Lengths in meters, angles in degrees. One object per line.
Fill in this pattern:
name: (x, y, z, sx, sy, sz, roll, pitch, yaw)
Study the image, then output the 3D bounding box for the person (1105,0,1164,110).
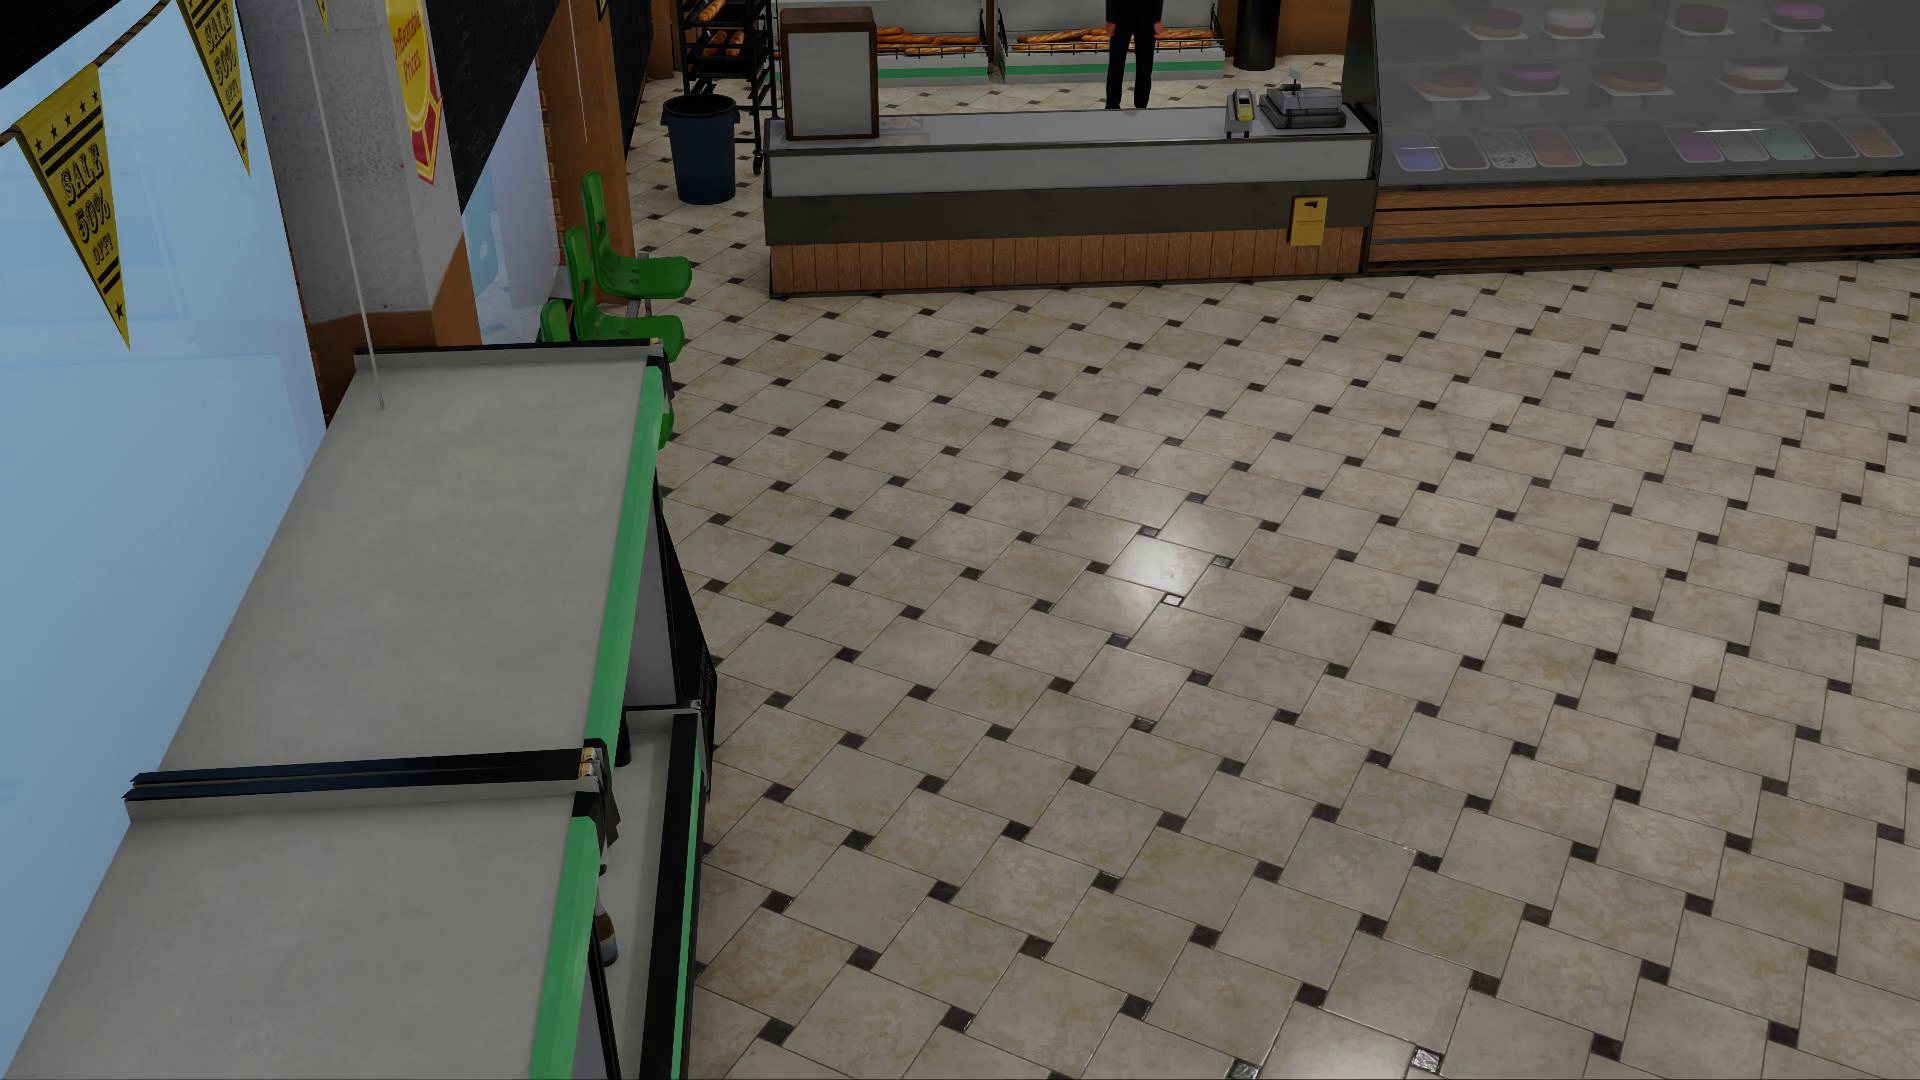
person: (1.415, -4.247, 13.479, 0.614, 1.868, 0.566, -3, 32, -4)
